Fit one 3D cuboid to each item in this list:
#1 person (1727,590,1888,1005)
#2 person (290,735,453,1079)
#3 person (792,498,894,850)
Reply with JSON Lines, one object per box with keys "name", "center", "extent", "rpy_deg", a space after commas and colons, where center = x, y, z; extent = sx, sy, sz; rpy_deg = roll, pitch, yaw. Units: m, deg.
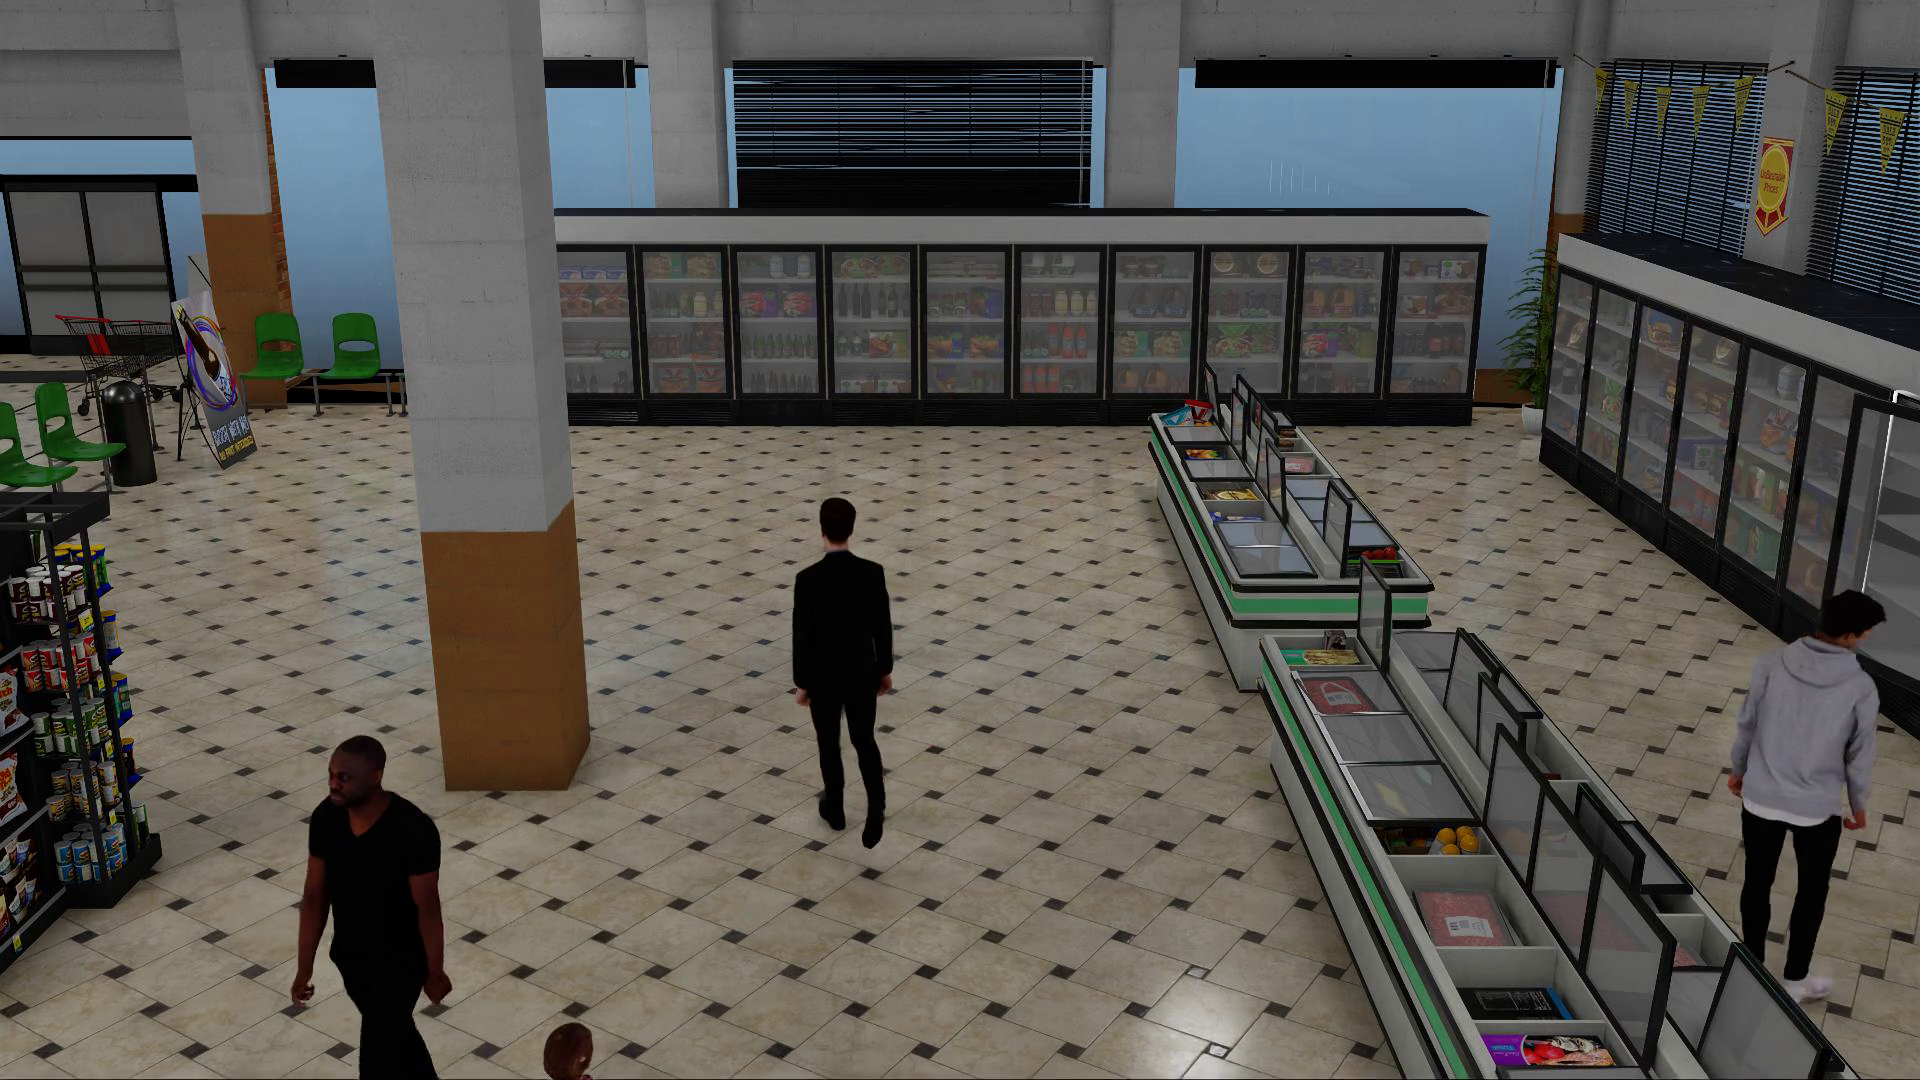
{"name": "person", "center": [3.659, 1.112, 7.331], "extent": [0.841, 1.918, 0.835], "rpy_deg": [4, 17, 14]}
{"name": "person", "center": [-2.070, 1.529, 6.174], "extent": [0.902, 1.793, 1.031], "rpy_deg": [9, 19, 27]}
{"name": "person", "center": [-0.589, 0.730, 8.669], "extent": [0.928, 1.872, 1.167], "rpy_deg": [-6, 18, -19]}
